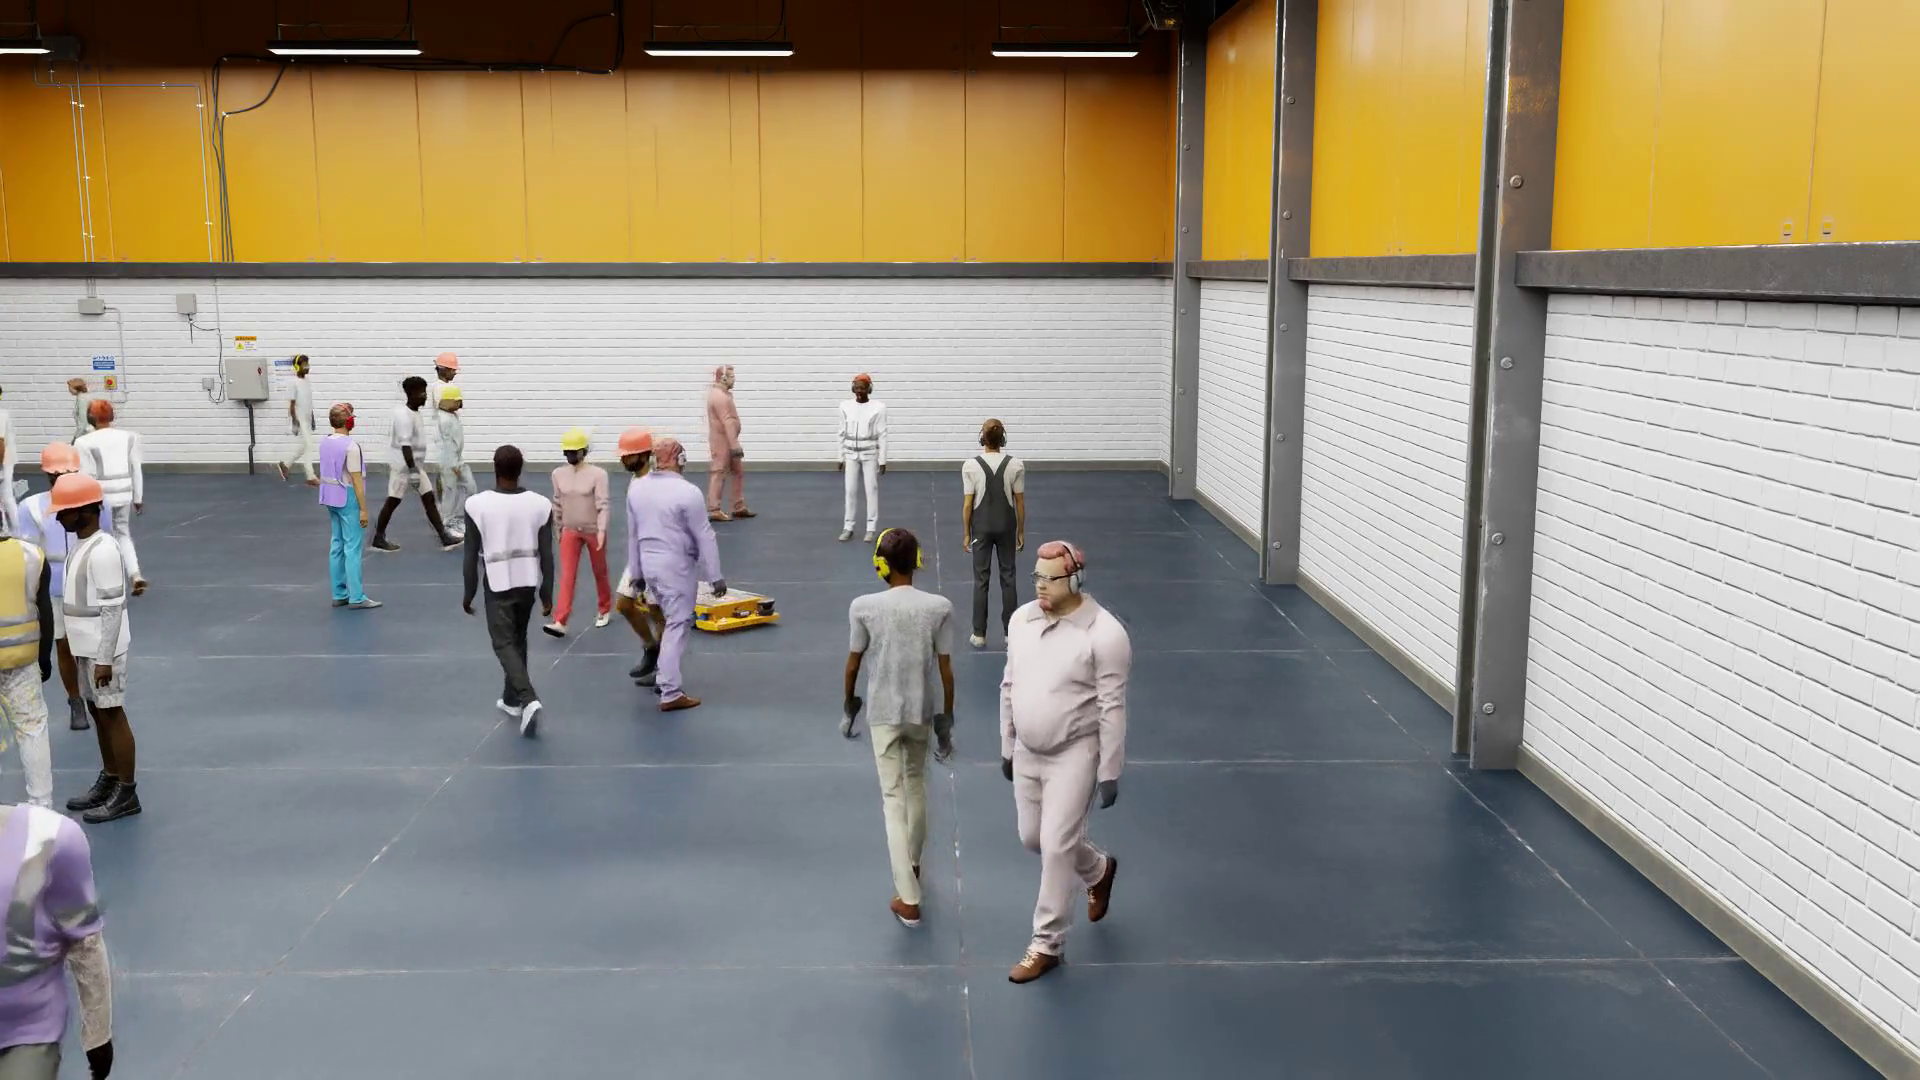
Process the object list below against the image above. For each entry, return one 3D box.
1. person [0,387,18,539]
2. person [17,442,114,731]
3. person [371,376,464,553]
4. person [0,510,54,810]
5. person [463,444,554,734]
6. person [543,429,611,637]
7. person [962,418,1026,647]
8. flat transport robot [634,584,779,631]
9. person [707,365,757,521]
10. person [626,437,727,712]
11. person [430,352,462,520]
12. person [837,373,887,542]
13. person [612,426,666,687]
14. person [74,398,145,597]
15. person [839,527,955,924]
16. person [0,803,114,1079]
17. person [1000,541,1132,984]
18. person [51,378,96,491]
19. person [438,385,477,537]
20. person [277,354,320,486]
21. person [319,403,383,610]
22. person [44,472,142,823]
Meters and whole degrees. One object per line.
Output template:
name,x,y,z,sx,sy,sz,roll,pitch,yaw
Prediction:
person,-10.350,-0.794,17.929,0.558,1.835,0.442,8,12,41
person,-5.786,0.322,10.812,0.557,1.914,0.615,-5,10,-26
person,-5.844,-0.799,17.736,1.046,1.899,0.608,0,9,-1
person,-5.228,0.660,8.988,0.429,1.844,0.622,8,12,39
person,-2.950,0.311,11.027,0.588,1.884,0.928,-7,12,-37
person,-3.151,-0.063,13.794,0.536,1.708,0.945,2,9,9
person,0.270,-0.055,13.360,0.508,1.846,0.345,-1,9,-4
flat transport robot,-2.268,0.552,14.451,0.652,0.197,1.431,-9,13,-43
person,-2.717,-1.153,19.959,0.701,1.886,0.650,-1,9,-5
person,-1.950,0.233,11.489,0.675,1.880,0.535,8,12,40
person,-6.190,-1.248,20.100,0.389,2.034,0.605,-4,10,-21
person,-1.093,-0.918,18.538,0.580,1.879,0.360,3,10,17
person,-2.274,0.132,12.002,0.489,1.913,0.549,-6,11,-33
person,-7.714,-0.349,15.073,0.424,1.873,0.599,6,11,34
person,-0.313,0.840,7.957,0.483,1.827,0.877,-3,10,-18
person,-2.664,1.363,4.498,0.603,1.905,0.712,-1,9,-4
person,0.462,0.918,7.283,0.654,1.880,0.801,9,13,43
person,-11.741,-1.395,22.398,0.937,1.572,0.494,-7,12,-36
person,-5.688,-0.875,18.753,0.458,1.729,0.490,1,9,4
person,-9.269,-1.678,23.303,0.703,1.856,0.511,1,9,5
person,-5.482,-0.296,14.827,0.565,1.849,0.390,7,12,38
person,-4.777,0.586,9.163,0.362,1.934,0.543,-8,12,-41
